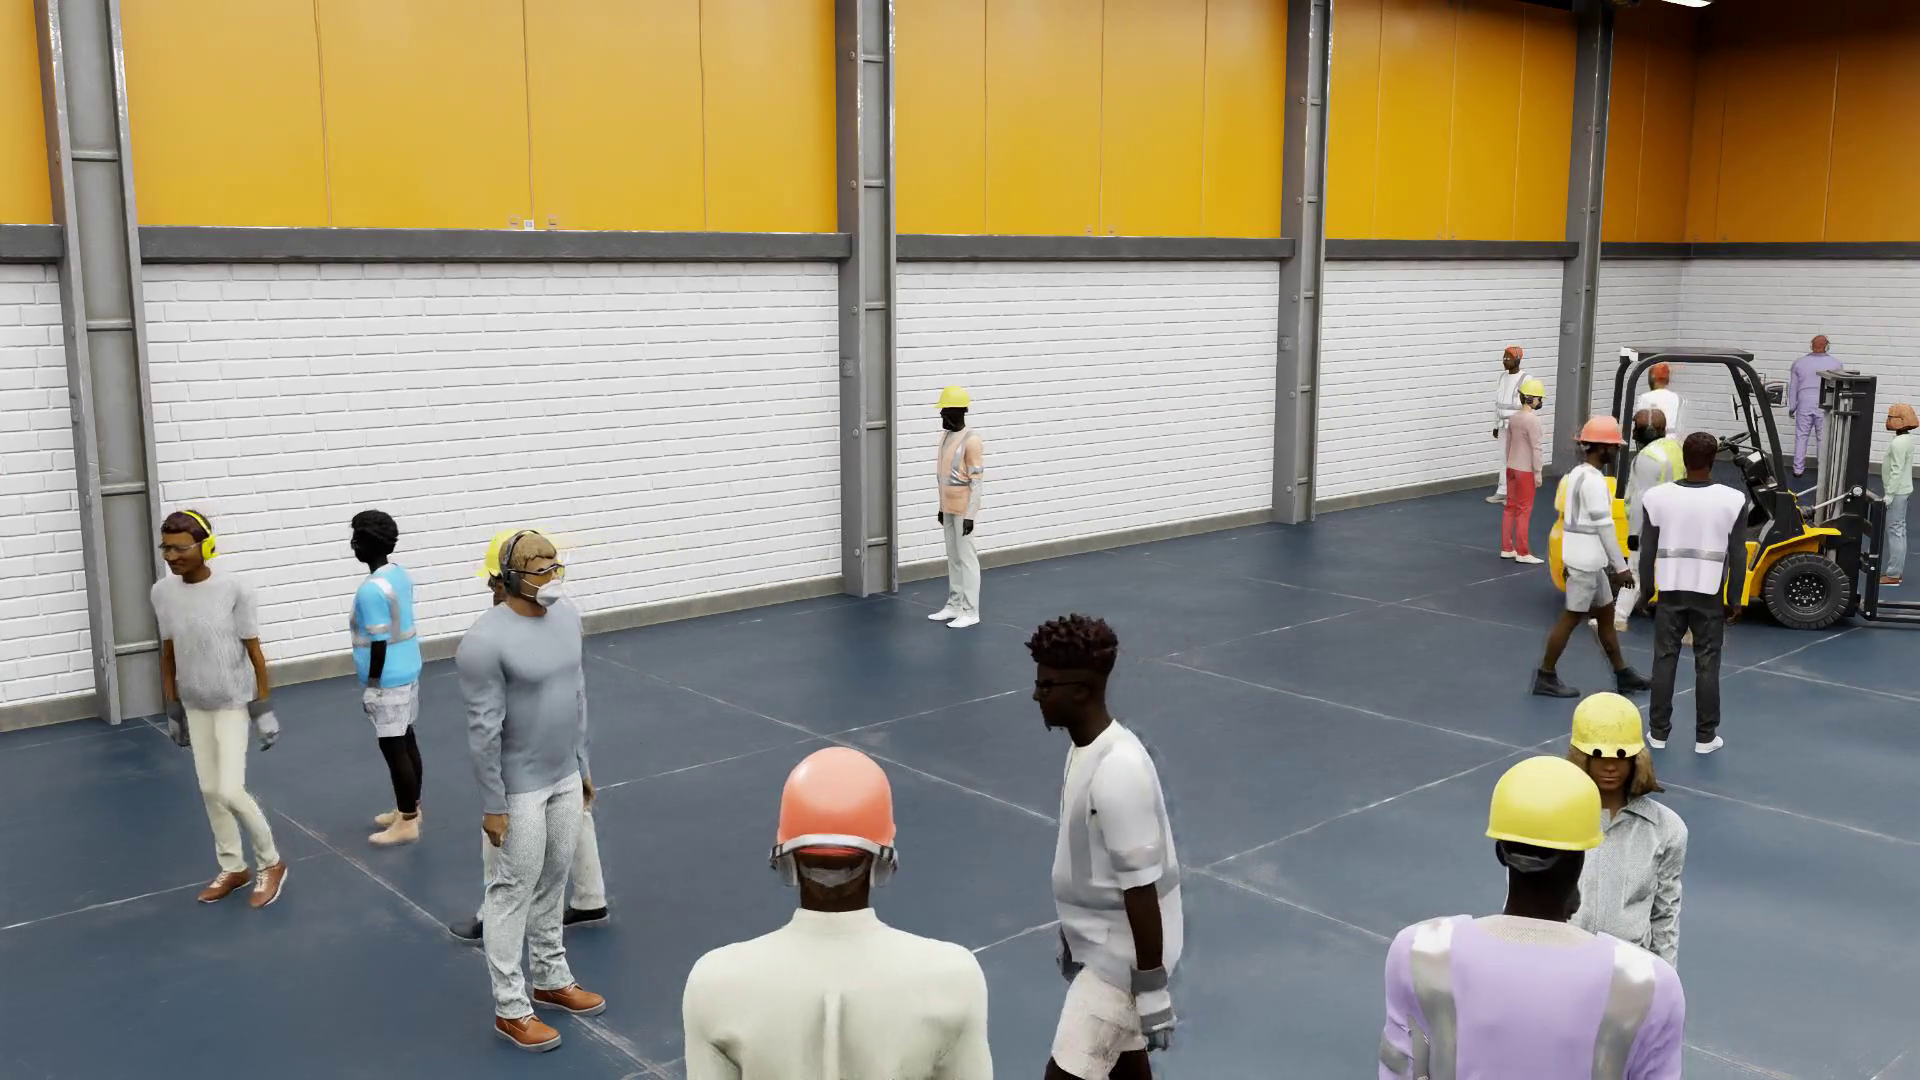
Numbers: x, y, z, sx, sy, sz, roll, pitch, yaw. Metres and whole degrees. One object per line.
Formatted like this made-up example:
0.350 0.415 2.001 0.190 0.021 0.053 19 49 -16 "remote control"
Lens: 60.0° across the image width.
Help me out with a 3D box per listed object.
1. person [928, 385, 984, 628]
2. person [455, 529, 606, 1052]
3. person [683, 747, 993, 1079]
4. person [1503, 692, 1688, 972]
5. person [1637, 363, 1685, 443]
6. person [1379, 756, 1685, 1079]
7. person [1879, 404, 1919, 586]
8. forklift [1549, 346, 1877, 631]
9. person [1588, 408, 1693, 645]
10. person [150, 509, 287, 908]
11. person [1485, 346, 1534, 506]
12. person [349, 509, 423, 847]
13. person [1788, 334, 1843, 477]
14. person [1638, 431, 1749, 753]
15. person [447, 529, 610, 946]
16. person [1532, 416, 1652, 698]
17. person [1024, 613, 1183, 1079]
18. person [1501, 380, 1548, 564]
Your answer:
-0.025 -0.266 13.226 0.371 1.929 0.584 -5 11 -25 "person"
-1.596 0.918 6.266 0.373 1.940 0.629 4 10 21 "person"
-0.235 1.390 3.341 0.622 1.990 0.401 -1 10 -4 "person"
1.783 1.279 4.717 0.484 1.745 0.297 2 10 9 "person"
7.110 -0.903 17.192 0.592 1.845 0.932 -3 10 -16 "person"
1.178 1.396 3.504 0.594 1.922 0.378 3 10 19 "person"
8.373 -0.404 14.898 0.285 1.633 0.498 7 12 37 "person"
6.109 -0.478 13.691 2.313 2.155 1.214 3 10 16 "forklift"
5.361 -0.111 12.732 0.958 1.800 0.643 8 12 38 "person"
-3.345 0.763 7.497 0.533 1.839 0.441 1 10 8 "person"
6.520 -1.343 19.662 0.337 1.882 0.583 -4 10 -20 "person"
-2.871 0.686 8.335 0.317 1.694 0.540 -1 10 -4 "person"
11.356 -1.768 22.086 0.643 1.910 0.400 7 12 37 "person"
4.334 0.314 9.874 0.588 1.914 0.392 5 11 28 "person"
-1.902 0.840 7.117 0.796 1.796 0.598 -1 10 -5 "person"
4.260 0.130 11.011 0.858 1.895 0.554 2 10 14 "person"
0.400 1.171 4.786 0.549 1.936 0.654 0 10 1 "person"
5.440 -0.657 16.007 0.329 1.763 0.523 -2 10 -11 "person"
